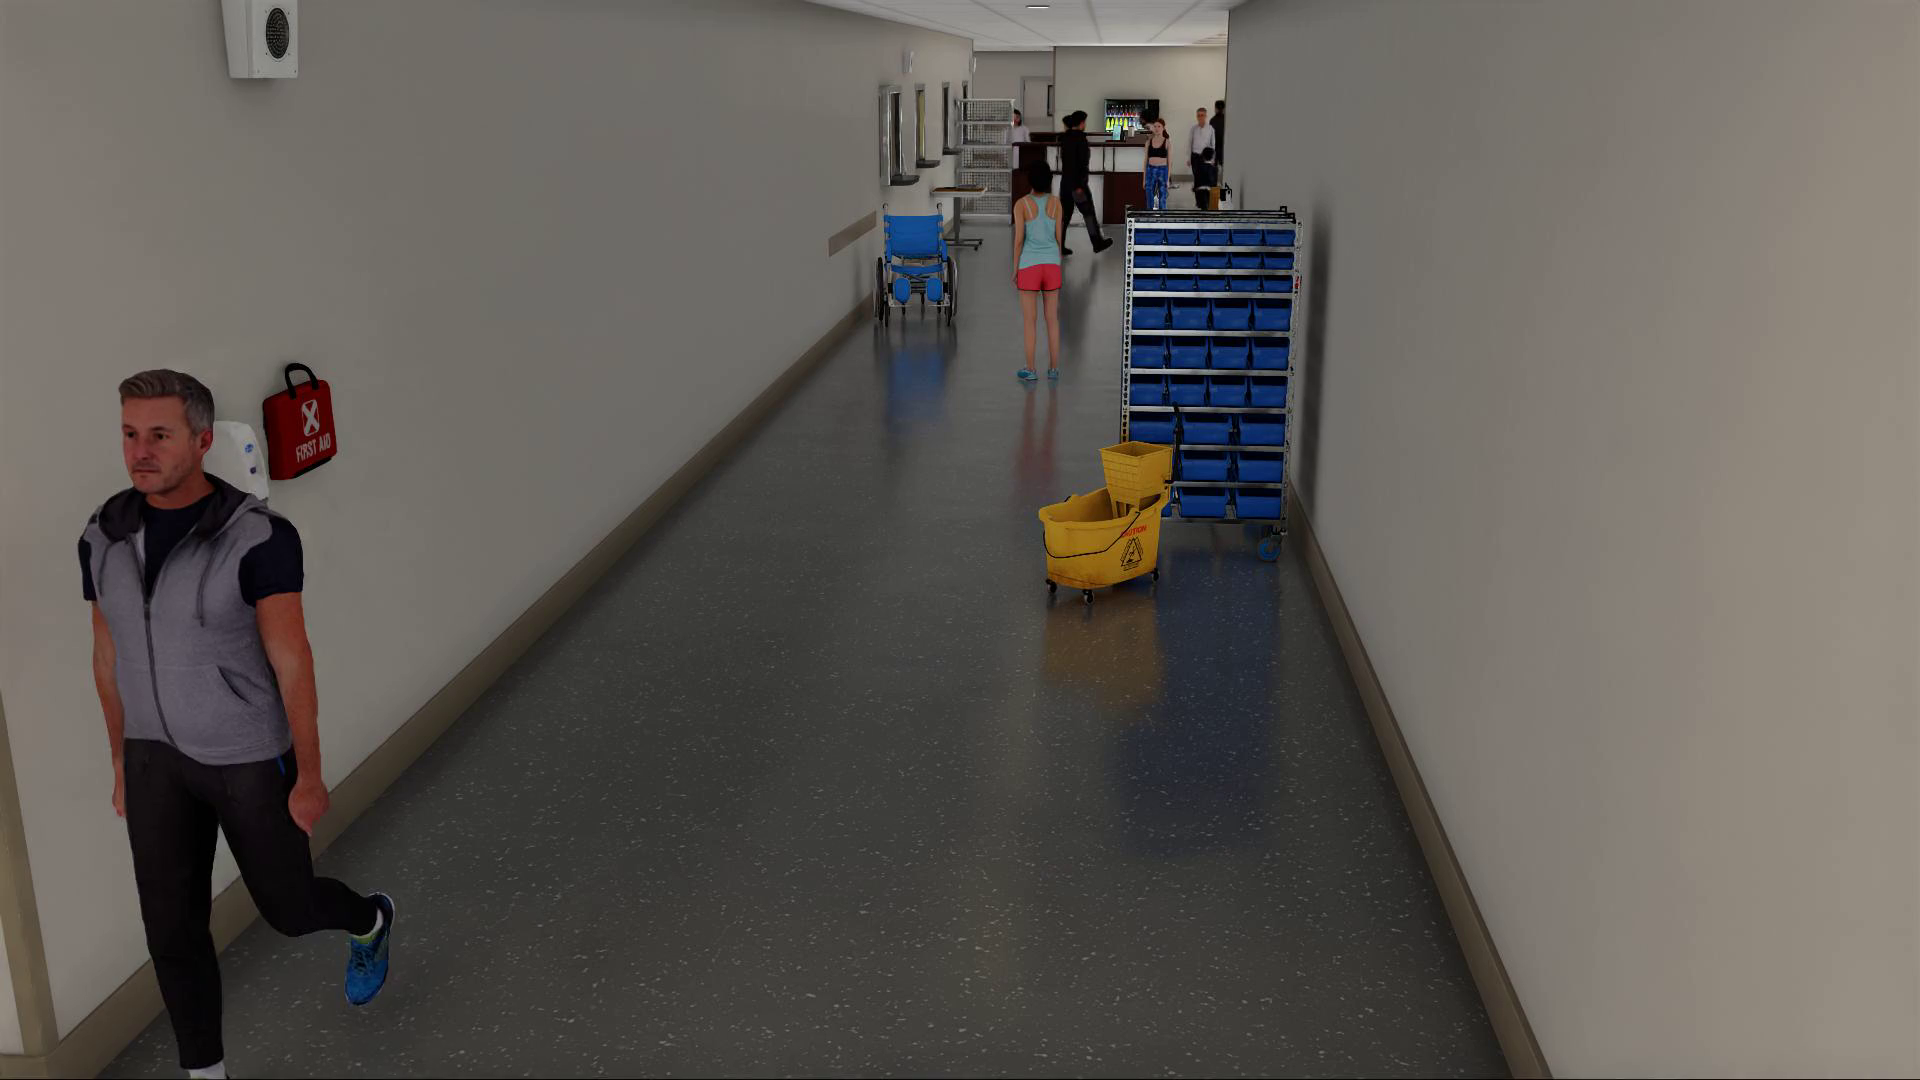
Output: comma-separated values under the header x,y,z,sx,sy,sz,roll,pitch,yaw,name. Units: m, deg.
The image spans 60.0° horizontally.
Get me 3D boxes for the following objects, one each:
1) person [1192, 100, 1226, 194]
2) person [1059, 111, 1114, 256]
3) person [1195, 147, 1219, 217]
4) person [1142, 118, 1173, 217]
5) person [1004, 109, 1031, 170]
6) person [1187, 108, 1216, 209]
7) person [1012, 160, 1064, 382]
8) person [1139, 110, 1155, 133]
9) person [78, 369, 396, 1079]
x,y,z,sx,sy,sz,roll,pitch,yaw,name
5.015,-7.422,31.889,1.244,1.856,1.179,-9,18,-28,person
1.468,-4.770,22.394,1.252,1.904,1.173,-11,19,-35,person
4.064,-5.836,27.394,0.711,1.203,0.607,0,16,-2,person
2.869,-5.224,24.224,0.588,1.785,0.679,5,17,17,person
1.029,-6.695,29.441,0.495,1.785,0.698,2,16,5,person
4.396,-6.937,30.335,1.164,1.765,0.844,4,16,12,person
0.638,-2.184,13.476,0.607,1.765,0.711,-4,16,-12,person
3.892,-7.873,33.858,1.105,1.656,0.888,8,17,25,person
-1.698,0.492,3.908,0.984,1.808,0.790,2,16,9,person
